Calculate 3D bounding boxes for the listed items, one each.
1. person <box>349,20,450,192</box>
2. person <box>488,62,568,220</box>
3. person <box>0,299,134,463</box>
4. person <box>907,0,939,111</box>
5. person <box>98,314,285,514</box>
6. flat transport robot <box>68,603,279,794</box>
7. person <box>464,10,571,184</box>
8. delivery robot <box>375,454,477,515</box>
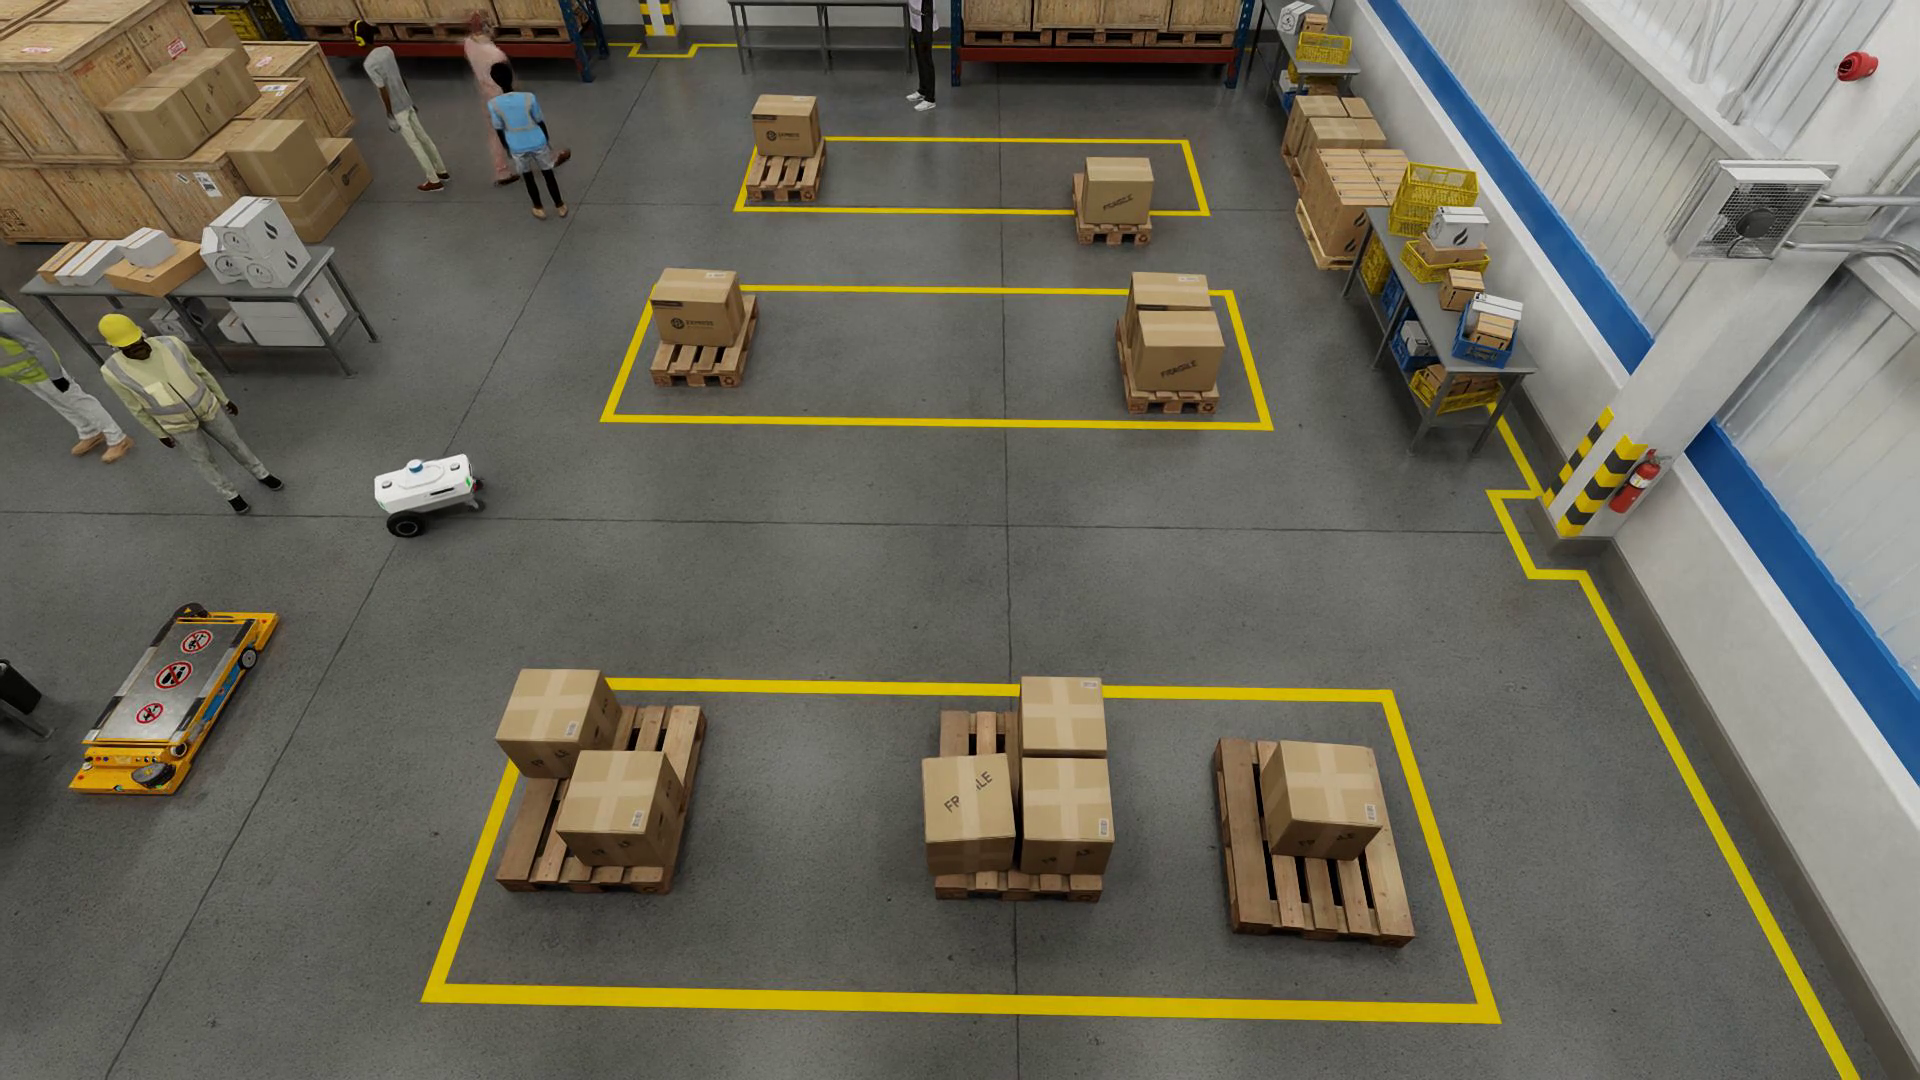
[{"bbox_3d":[-6.415,-4.931,10.482,0.329,1.871,0.513,4,50,4],"label":"person"},{"bbox_3d":[-4.774,-4.374,10.127,0.531,1.688,0.321,-13,51,-11],"label":"person"},{"bbox_3d":[-7.617,-1.401,7.513,0.624,1.845,0.430,15,51,12],"label":"person"},{"bbox_3d":[-0.489,-6.613,11.874,0.391,1.920,0.593,-15,51,-12],"label":"person"},{"bbox_3d":[-6.024,-0.989,7.169,0.403,1.834,0.588,26,55,21],"label":"person"},{"bbox_3d":[-5.504,1.072,6.442,0.652,0.197,1.431,1,50,1],"label":"flat transport robot"},{"bbox_3d":[-5.299,-5.153,10.680,0.652,1.858,0.990,26,54,20],"label":"person"},{"bbox_3d":[-4.355,-0.454,7.489,0.707,0.478,0.477,-18,52,-14],"label":"delivery robot"}]
